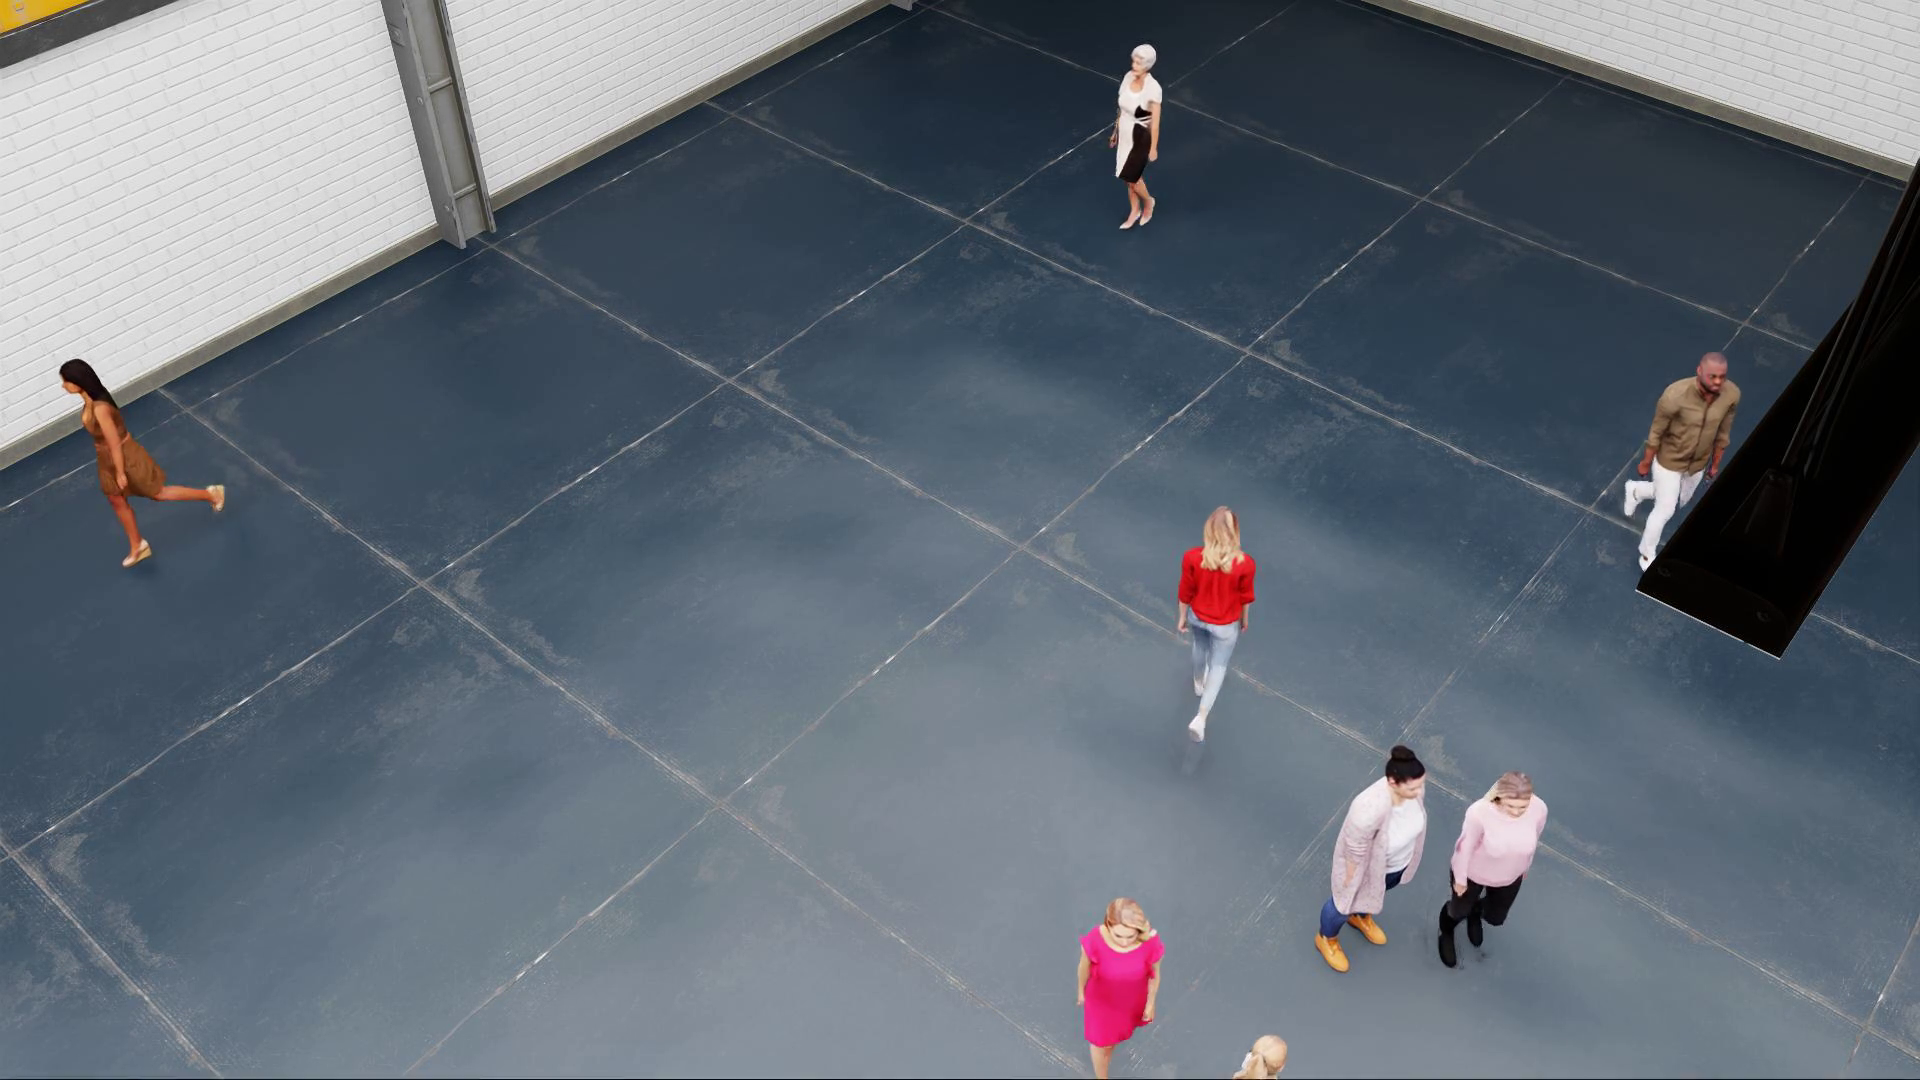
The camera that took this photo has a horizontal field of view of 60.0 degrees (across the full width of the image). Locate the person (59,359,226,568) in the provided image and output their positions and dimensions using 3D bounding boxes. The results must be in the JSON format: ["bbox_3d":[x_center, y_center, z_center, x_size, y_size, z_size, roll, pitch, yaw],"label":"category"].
[{"bbox_3d":[-5.643,-0.568,11.397,0.593,1.656,1.055,33,52,29],"label":"person"}]

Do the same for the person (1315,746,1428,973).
[{"bbox_3d":[2.230,1.681,8.973,0.641,1.741,0.803,-27,50,-26],"label":"person"}]

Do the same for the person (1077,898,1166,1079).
[{"bbox_3d":[0.807,2.223,8.437,0.950,1.697,1.047,1,44,1],"label":"person"}]

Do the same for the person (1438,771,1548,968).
[{"bbox_3d":[2.836,1.728,8.982,0.781,1.662,0.840,0,44,0],"label":"person"}]

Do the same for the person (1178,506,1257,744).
[{"bbox_3d":[1.549,0.535,10.218,0.843,1.685,1.093,13,45,13],"label":"person"}]

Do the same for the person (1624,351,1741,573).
[{"bbox_3d":[4.865,-0.586,11.317,1.108,1.791,1.133,-6,44,-6],"label":"person"}]

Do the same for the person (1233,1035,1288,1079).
[{"bbox_3d":[1.344,2.839,8.120,0.955,1.242,0.806,-9,44,-10],"label":"person"}]

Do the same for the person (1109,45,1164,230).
[{"bbox_3d":[1.594,-3.479,14.387,0.798,1.745,0.727,-23,48,-22],"label":"person"}]
